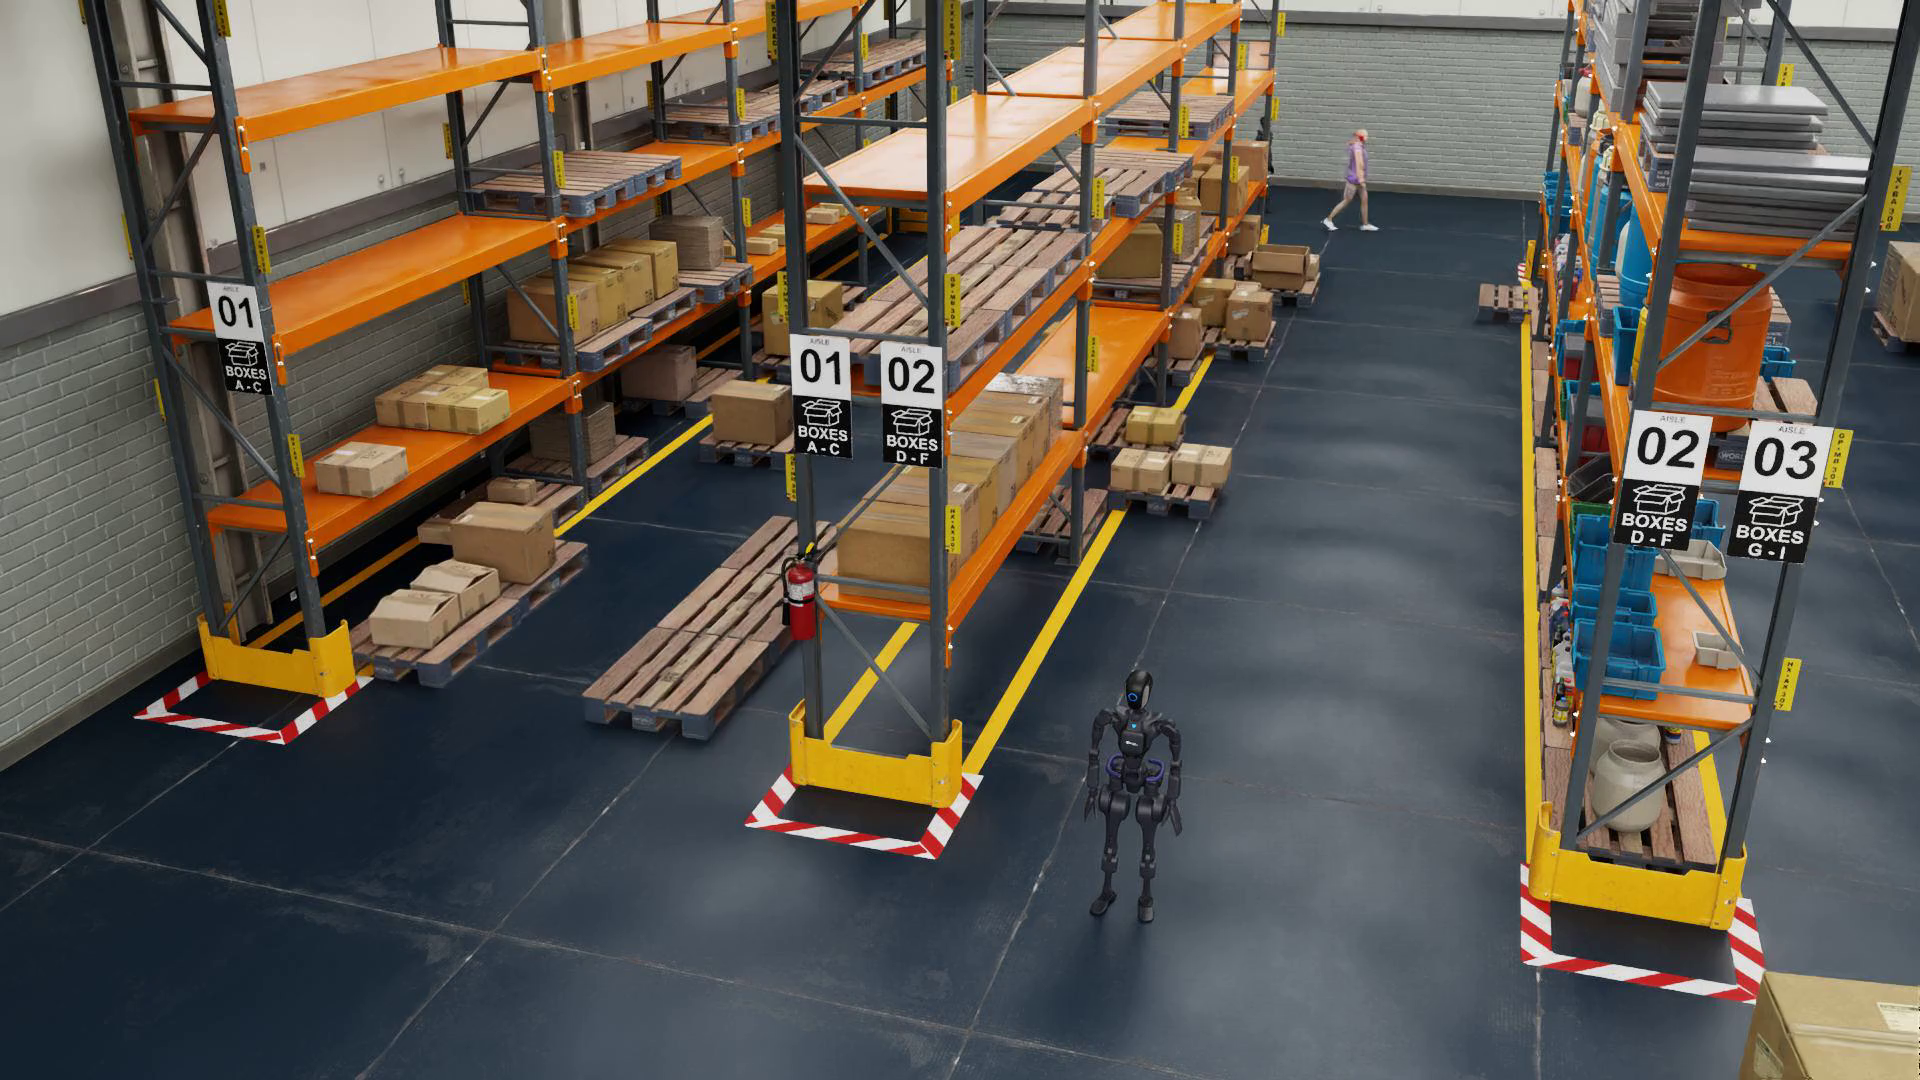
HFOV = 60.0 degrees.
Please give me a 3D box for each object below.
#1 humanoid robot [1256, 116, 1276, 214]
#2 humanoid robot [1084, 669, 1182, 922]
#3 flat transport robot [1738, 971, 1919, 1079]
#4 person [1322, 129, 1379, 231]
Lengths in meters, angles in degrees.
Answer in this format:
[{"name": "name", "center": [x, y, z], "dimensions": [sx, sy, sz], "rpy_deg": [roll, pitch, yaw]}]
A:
[{"name": "humanoid robot", "center": [5.062, -6.377, 28.225], "dimensions": [0.718, 1.626, 0.589], "rpy_deg": [16, 28, 32]}, {"name": "humanoid robot", "center": [1.037, 1.513, 9.869], "dimensions": [0.599, 1.657, 0.315], "rpy_deg": [7, 24, 16]}, {"name": "flat transport robot", "center": [4.052, 3.246, 7.646], "dimensions": [0.659, 0.231, 1.431], "rpy_deg": [16, 28, 32]}, {"name": "person", "center": [6.366, -5.818, 26.910], "dimensions": [0.876, 1.650, 0.480], "rpy_deg": [7, 24, 16]}]
